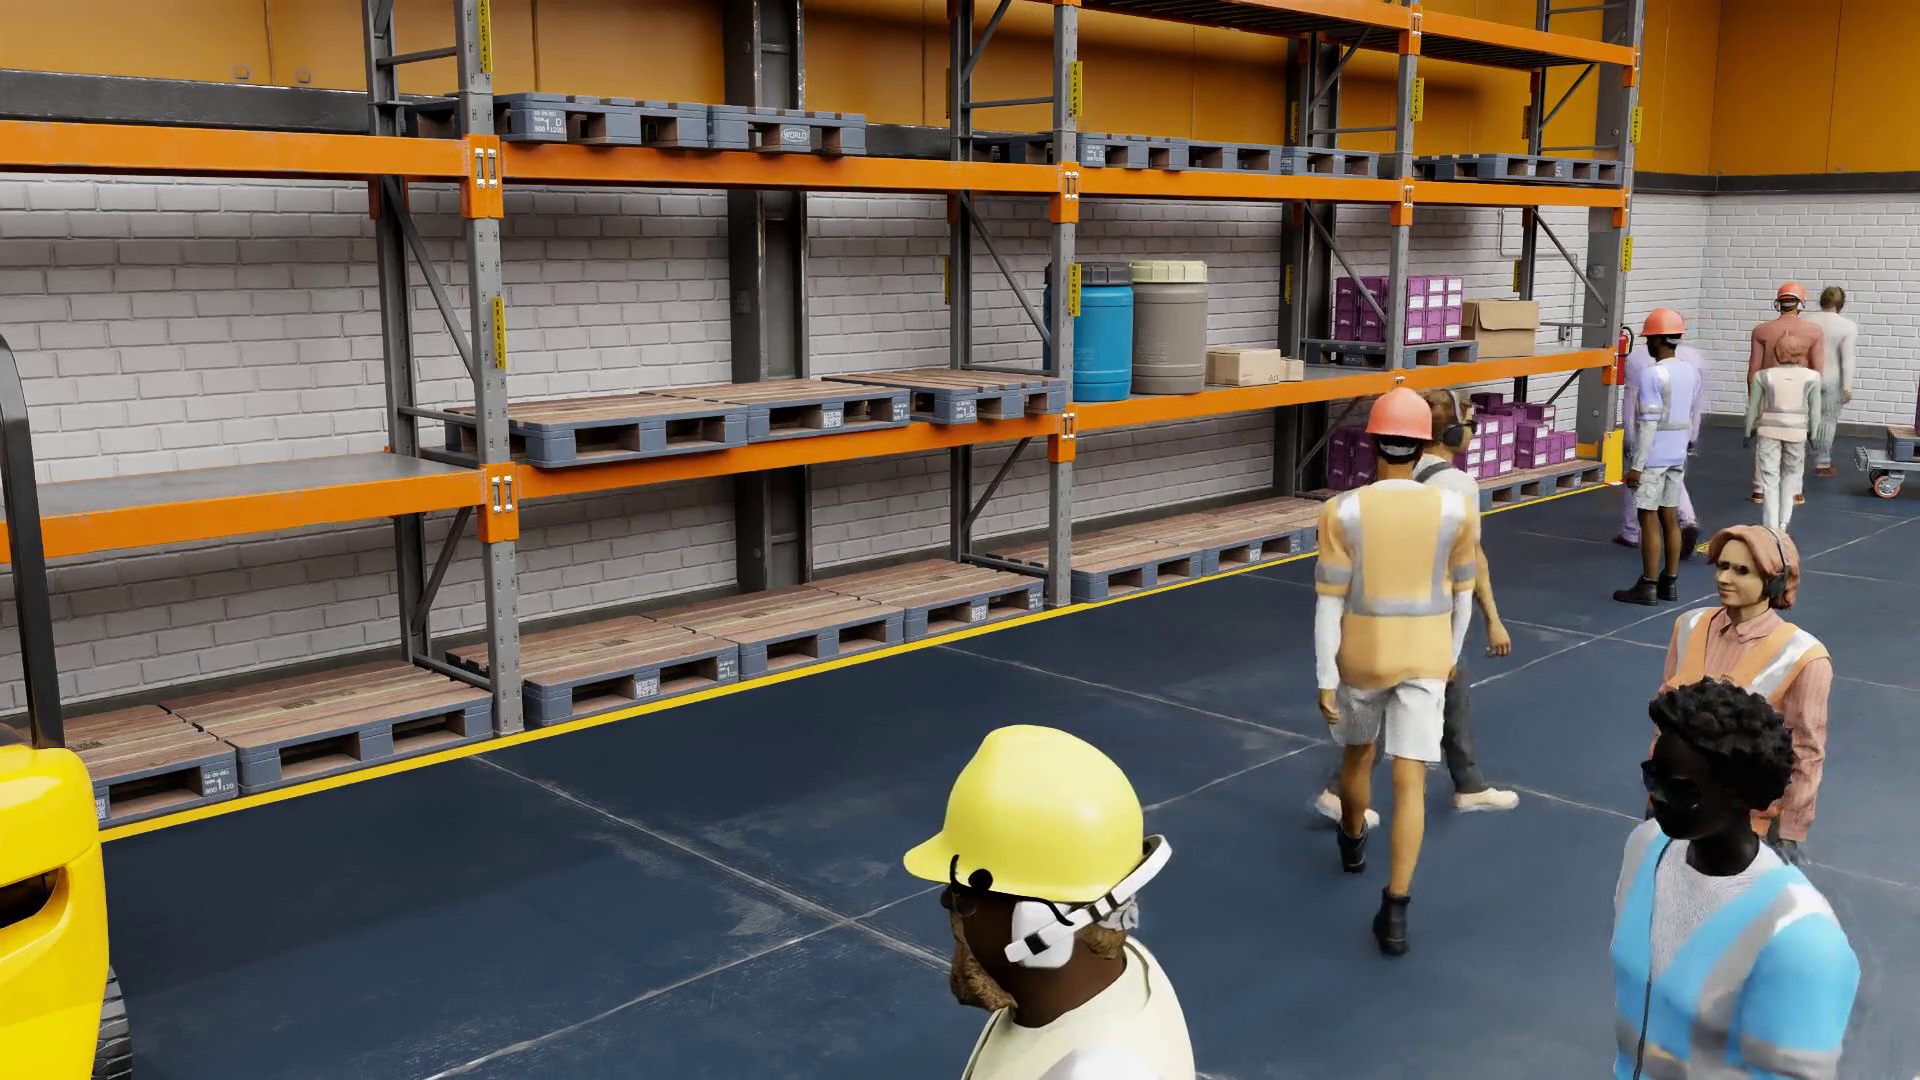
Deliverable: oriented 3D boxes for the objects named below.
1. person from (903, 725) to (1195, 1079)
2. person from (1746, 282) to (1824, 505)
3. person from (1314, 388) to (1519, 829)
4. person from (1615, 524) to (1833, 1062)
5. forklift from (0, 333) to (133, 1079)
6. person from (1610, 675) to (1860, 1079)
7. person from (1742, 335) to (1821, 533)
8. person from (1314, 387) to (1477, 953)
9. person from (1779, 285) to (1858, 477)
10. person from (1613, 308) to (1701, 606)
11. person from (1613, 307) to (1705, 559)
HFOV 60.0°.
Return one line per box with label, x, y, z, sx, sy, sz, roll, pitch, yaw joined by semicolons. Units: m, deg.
person;0.107;1.122;2.092;0.404;1.830;0.602;1;10;3
person;7.387;-1.306;14.919;0.611;1.985;0.393;5;12;27
person;1.875;0.292;6.755;0.962;1.811;0.514;-2;11;-11
person;2.116;0.760;4.582;0.307;1.645;0.512;-5;12;-26
forklift;-3.289;0.485;4.582;1.214;2.155;2.313;-10;14;-44
person;1.283;1.054;2.864;0.352;1.685;0.550;-3;11;-13
person;6.500;-0.817;13.224;0.540;1.614;0.674;3;11;14
person;1.518;0.406;5.868;0.551;1.875;1.031;2;11;11
person;8.493;-1.557;16.474;0.727;1.918;0.642;-6;12;-31
person;4.542;-0.539;10.868;0.553;1.934;0.364;-7;13;-35
person;5.302;-0.813;12.550;0.640;1.872;0.881;-1;10;-6
